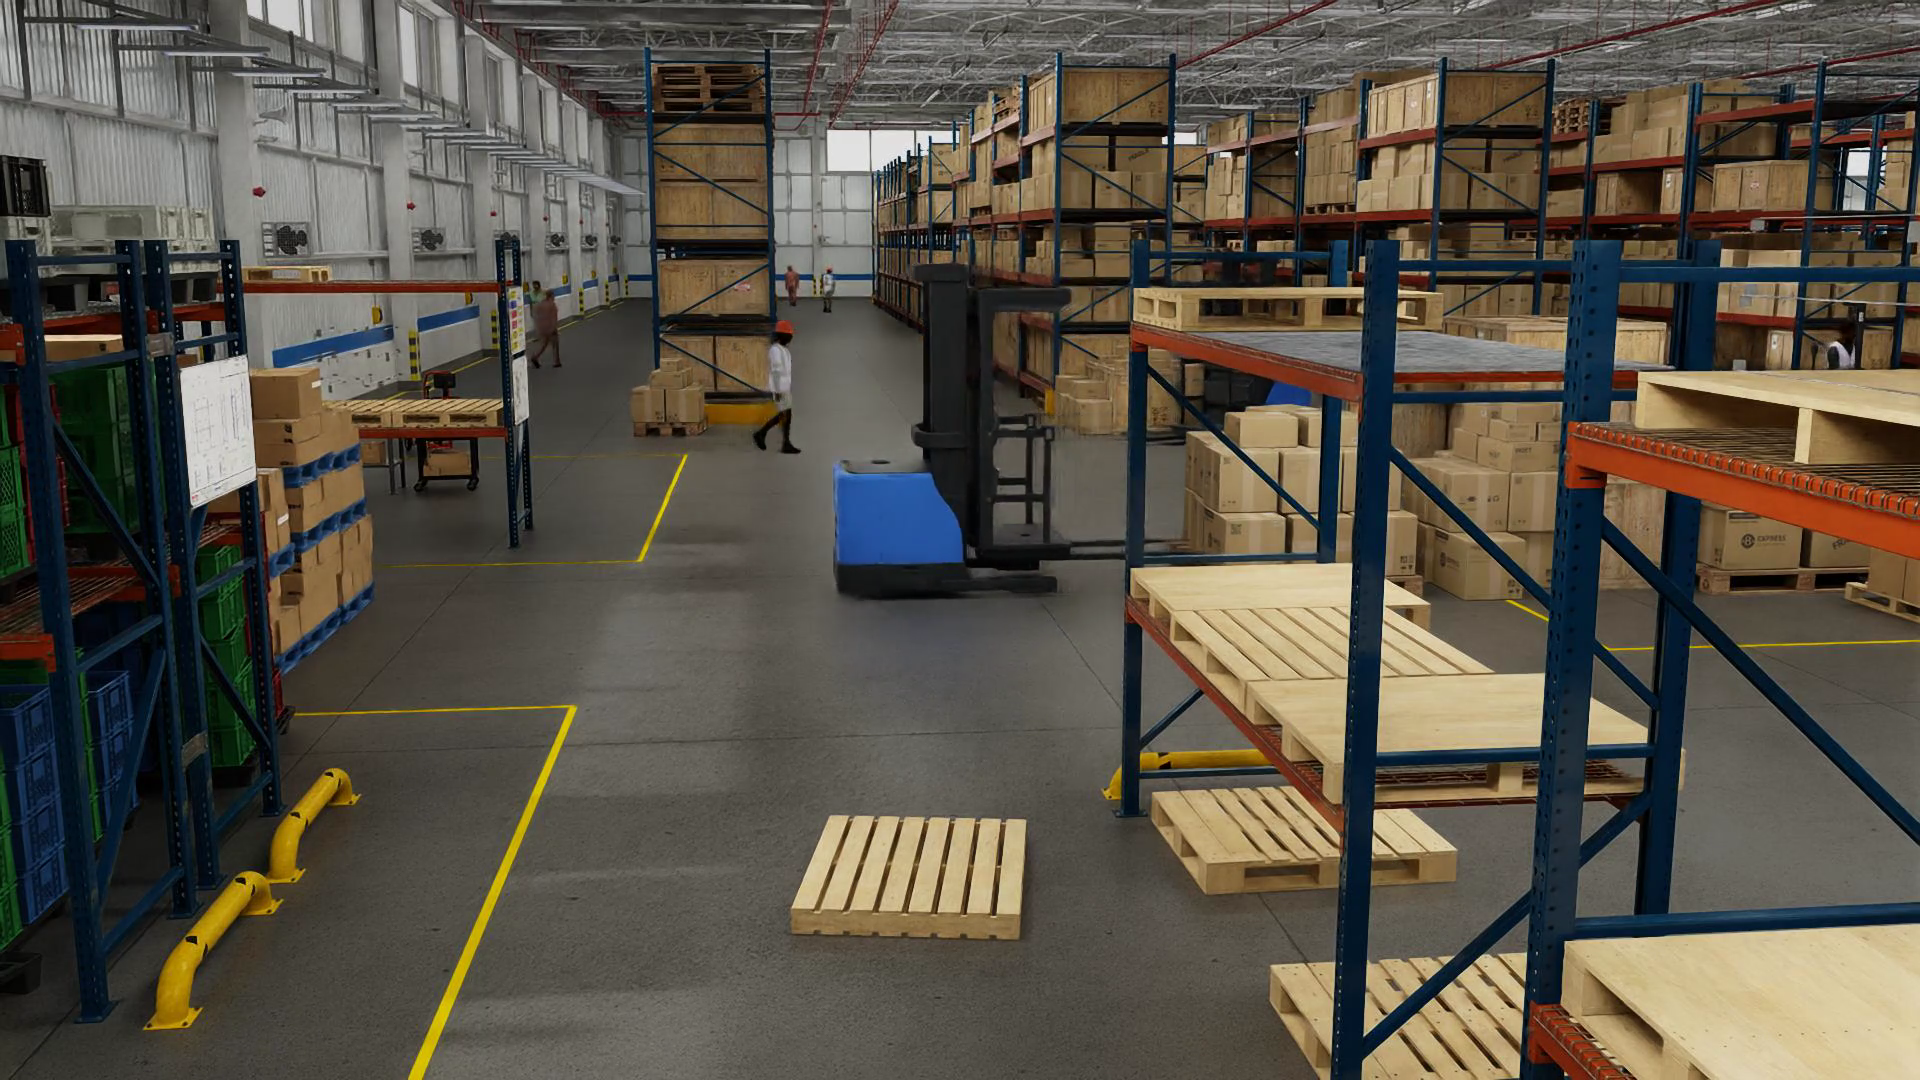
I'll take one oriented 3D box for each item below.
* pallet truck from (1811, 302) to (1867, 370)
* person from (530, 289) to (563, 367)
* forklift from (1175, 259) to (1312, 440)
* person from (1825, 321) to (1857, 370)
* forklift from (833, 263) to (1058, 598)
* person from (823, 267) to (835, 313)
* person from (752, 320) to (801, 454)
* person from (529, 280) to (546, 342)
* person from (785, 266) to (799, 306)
[{"bbox_3d":[15.846,-3.142,28.793,1.885,1.965,0.823,2,10,12],"label":"pallet truck"},{"bbox_3d":[-9.841,-5.027,39.570,0.654,1.884,0.756,6,12,31],"label":"person"},{"bbox_3d":[4.323,-2.892,24.957,1.873,2.768,1.129,-7,12,-34],"label":"forklift"},{"bbox_3d":[12.602,-2.159,23.664,0.666,1.888,0.650,-4,11,-23],"label":"person"},{"bbox_3d":[-0.158,-0.981,14.371,1.873,2.768,1.129,-1,10,-6],"label":"forklift"},{"bbox_3d":[-5.472,-10.485,69.775,0.555,1.887,0.568,-4,11,-23],"label":"person"},{"bbox_3d":[-2.588,-2.169,23.634,0.581,1.915,0.553,3,11,14],"label":"person"},{"bbox_3d":[-12.601,-6.847,49.782,0.560,1.837,0.387,2,10,11],"label":"person"},{"bbox_3d":[-7.792,-11.769,77.007,0.637,1.857,0.949,-1,10,-7],"label":"person"}]
